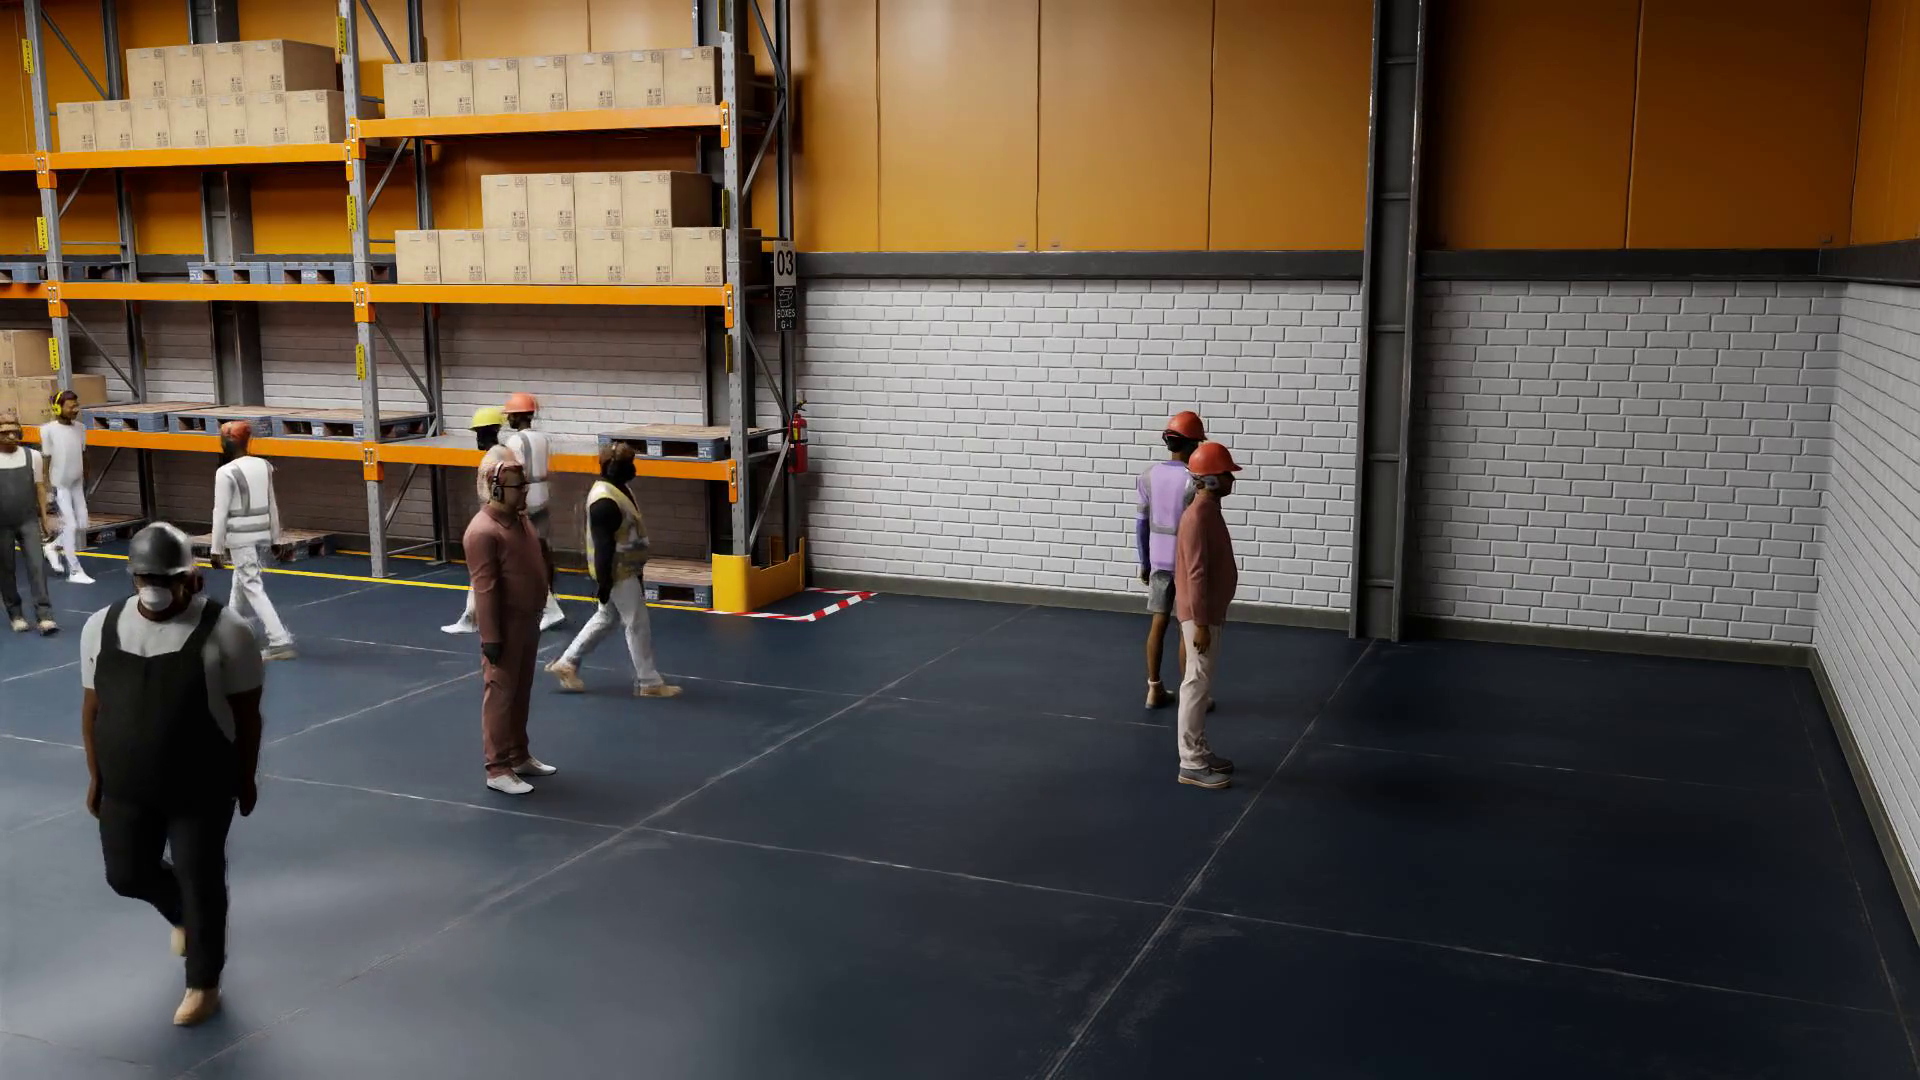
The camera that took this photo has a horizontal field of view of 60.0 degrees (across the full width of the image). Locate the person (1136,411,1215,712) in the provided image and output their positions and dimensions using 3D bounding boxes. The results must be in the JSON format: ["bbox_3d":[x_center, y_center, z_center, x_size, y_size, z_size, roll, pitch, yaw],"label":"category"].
[{"bbox_3d":[1.488,0.151,11.230,0.615,2.038,0.395,8,12,40],"label":"person"}]

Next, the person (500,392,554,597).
[{"bbox_3d":[-3.860,-0.325,14.482,0.763,1.912,0.584,3,10,19],"label":"person"}]

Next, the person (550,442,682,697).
[{"bbox_3d":[-2.443,0.212,11.578,0.882,1.816,0.629,-1,9,-6],"label":"person"}]

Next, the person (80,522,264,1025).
[{"bbox_3d":[-3.165,0.894,6.727,0.687,2.000,0.696,0,9,-3],"label":"person"}]

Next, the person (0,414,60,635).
[{"bbox_3d":[-7.622,-0.105,13.462,0.545,1.809,0.878,-8,12,-41],"label":"person"}]

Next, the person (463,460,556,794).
[{"bbox_3d":[-2.573,0.488,9.589,0.408,1.906,0.653,1,9,7],"label":"person"}]

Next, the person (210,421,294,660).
[{"bbox_3d":[-5.503,0.003,12.759,0.896,1.841,0.597,2,10,13],"label":"person"}]

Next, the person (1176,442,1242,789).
[{"bbox_3d":[1.434,0.426,9.688,0.372,1.997,0.621,2,10,14],"label":"person"}]

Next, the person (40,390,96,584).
[{"bbox_3d":[-8.542,-0.507,15.812,0.632,1.853,0.526,3,10,20],"label":"person"}]

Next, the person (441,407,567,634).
[{"bbox_3d":[-3.722,-0.149,13.592,0.998,1.873,0.614,0,9,0],"label":"person"}]
